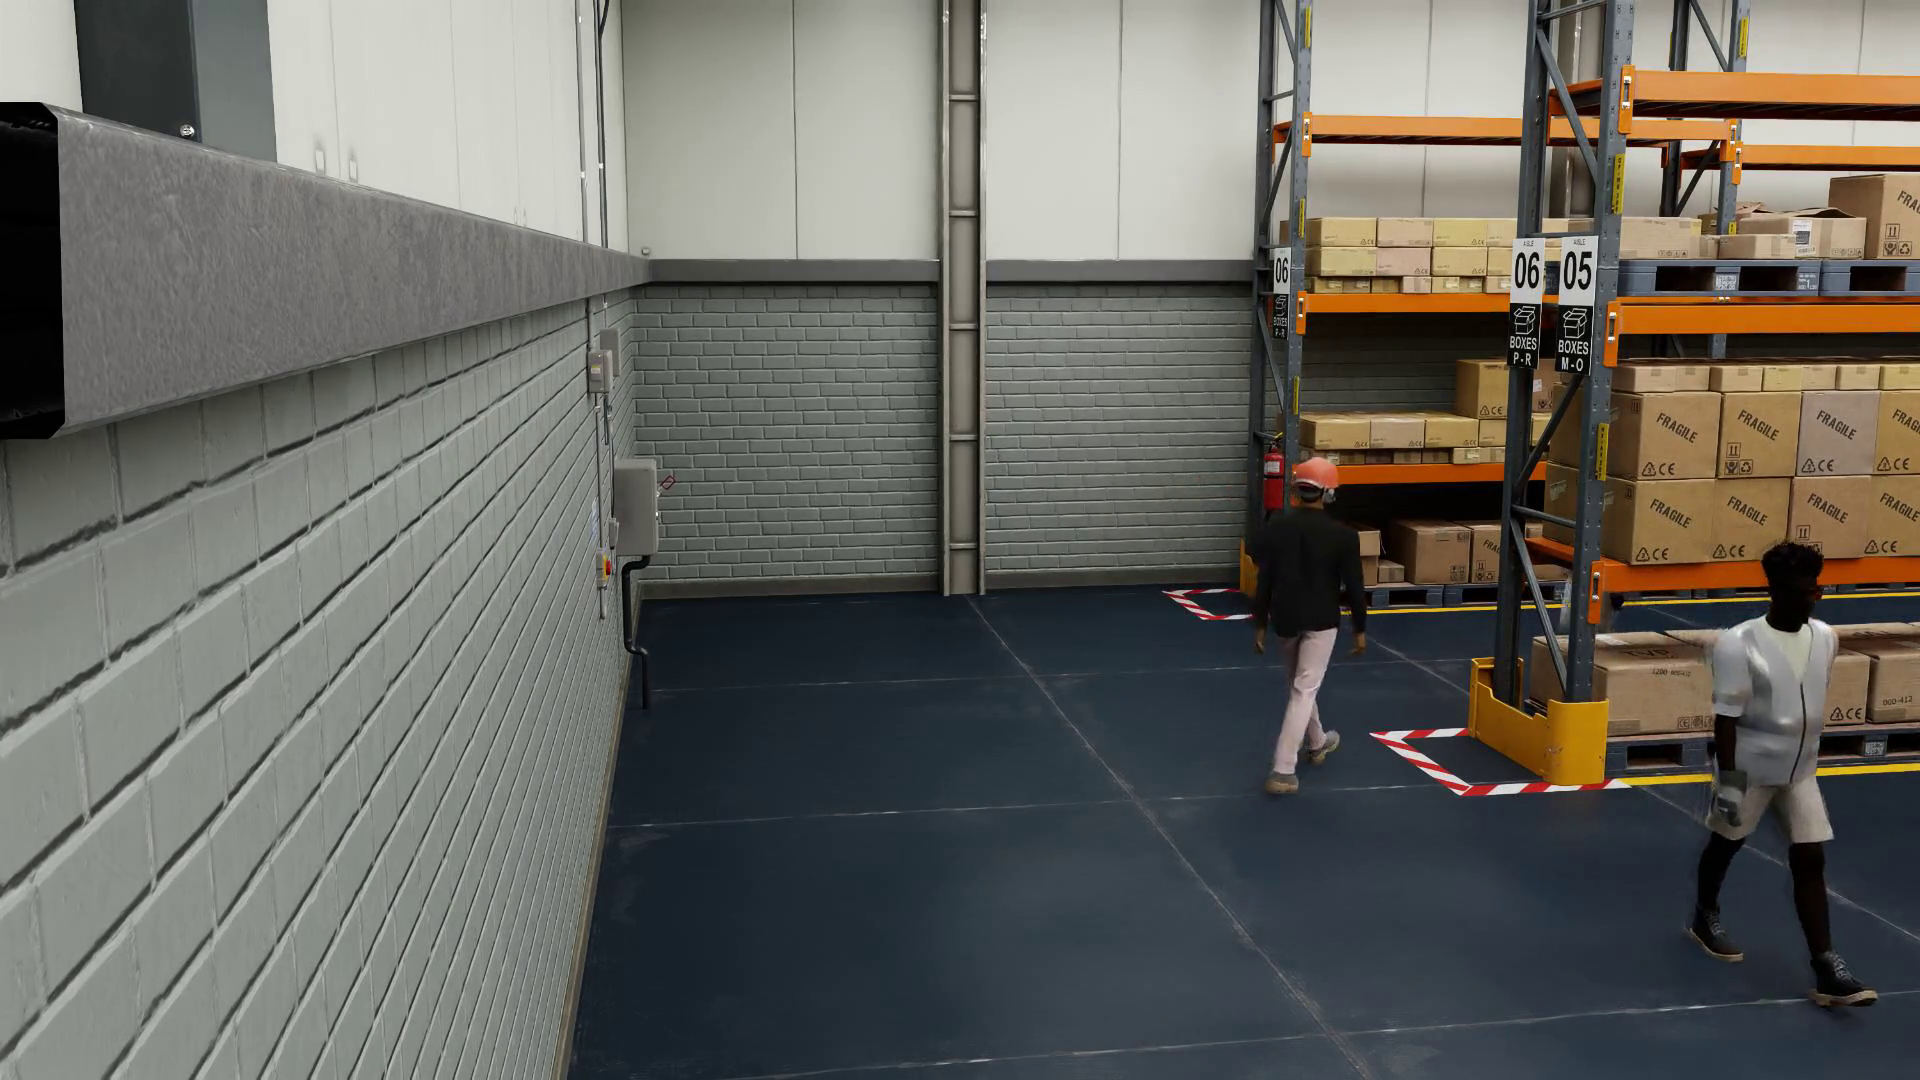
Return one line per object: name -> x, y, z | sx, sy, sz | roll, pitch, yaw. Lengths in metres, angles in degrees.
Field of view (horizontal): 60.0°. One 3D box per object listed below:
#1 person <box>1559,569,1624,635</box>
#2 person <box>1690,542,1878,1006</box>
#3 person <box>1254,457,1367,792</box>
person -> 4.436, 0.267, 11.501 | 0.532, 1.830, 0.645 | -2, 9, -11
person -> 3.439, 0.957, 6.985 | 0.622, 1.905, 1.017 | -2, 9, -12
person -> 2.082, 0.482, 9.855 | 0.634, 1.935, 1.088 | 6, 11, 34
